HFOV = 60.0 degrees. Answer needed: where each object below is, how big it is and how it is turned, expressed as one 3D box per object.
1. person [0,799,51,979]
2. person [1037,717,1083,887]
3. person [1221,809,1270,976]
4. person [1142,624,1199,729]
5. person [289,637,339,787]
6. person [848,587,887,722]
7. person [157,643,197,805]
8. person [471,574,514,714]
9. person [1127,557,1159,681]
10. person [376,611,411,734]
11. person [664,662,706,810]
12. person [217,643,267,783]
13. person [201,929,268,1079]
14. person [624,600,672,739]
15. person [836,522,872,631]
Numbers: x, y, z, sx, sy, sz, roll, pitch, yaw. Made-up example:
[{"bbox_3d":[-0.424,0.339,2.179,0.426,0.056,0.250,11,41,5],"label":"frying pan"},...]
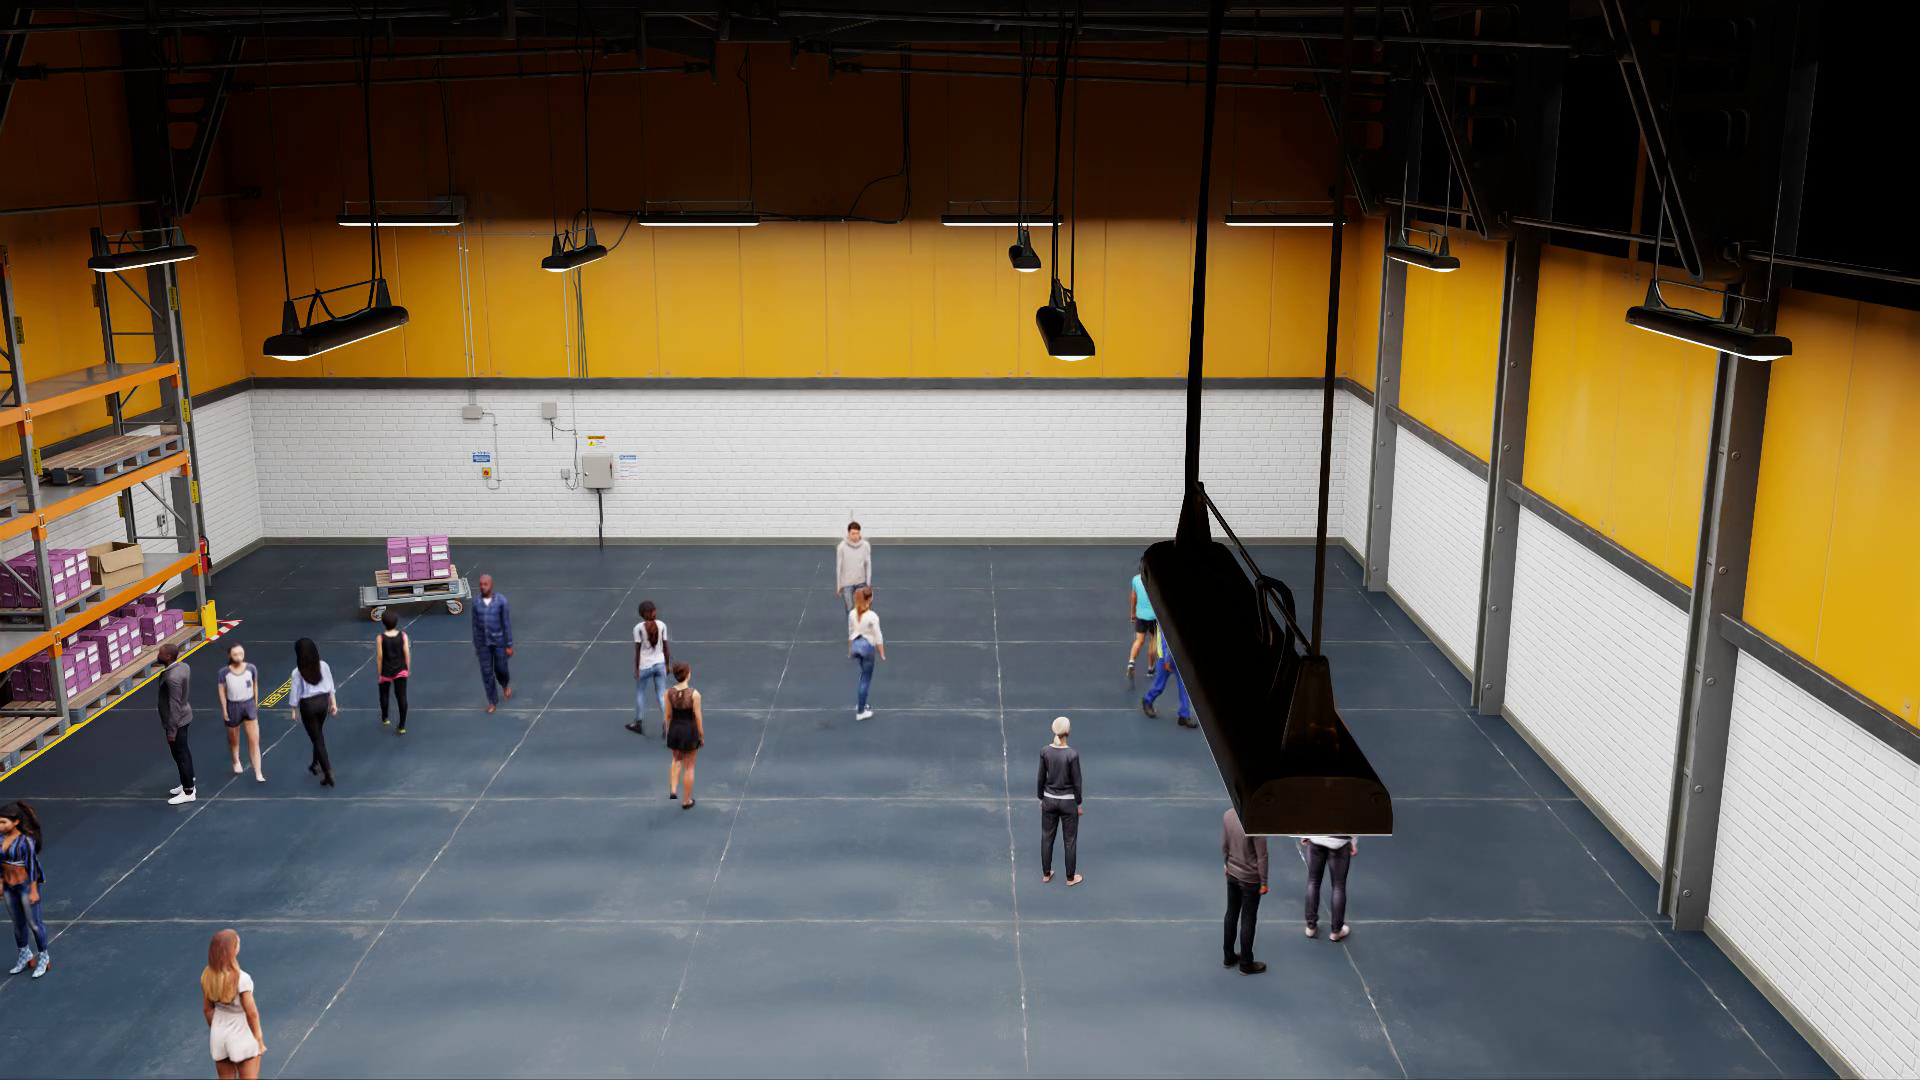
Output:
[{"bbox_3d":[-8.258,3.063,14.634,0.666,1.614,0.644,4,14,17],"label":"person"},{"bbox_3d":[0.991,2.565,16.452,0.682,1.726,0.653,6,15,22],"label":"person"},{"bbox_3d":[2.497,2.967,14.704,0.682,1.768,0.774,10,17,35],"label":"person"},{"bbox_3d":[2.623,1.444,20.944,1.041,1.791,1.242,-8,16,-30],"label":"person"},{"bbox_3d":[-7.279,1.979,18.886,1.011,1.720,0.981,10,17,36],"label":"person"},{"bbox_3d":[-1.274,1.454,21.084,0.771,1.705,0.826,12,18,40],"label":"person"},{"bbox_3d":[-8.706,2.019,18.515,0.847,1.818,0.669,-5,14,-19],"label":"person"},{"bbox_3d":[-6.034,1.301,21.501,0.664,1.807,0.856,0,14,-1],"label":"person"},{"bbox_3d":[2.507,1.077,22.541,0.953,1.753,1.143,8,16,29],"label":"person"},{"bbox_3d":[-7.018,1.655,20.634,0.838,1.527,0.987,-8,16,-29],"label":"person"},{"bbox_3d":[-3.066,2.163,18.241,0.658,1.666,0.689,3,14,14],"label":"person"},{"bbox_3d":[-8.314,1.980,19.126,0.965,1.606,1.133,-9,16,-33],"label":"person"},{"bbox_3d":[-5.295,3.629,12.123,0.626,1.697,0.624,4,14,15],"label":"person"},{"bbox_3d":[-3.776,1.594,20.500,0.874,1.709,0.930,-6,15,-23],"label":"person"},{"bbox_3d":[-1.567,0.606,24.309,0.724,1.837,0.719,-2,14,-9],"label":"person"}]
